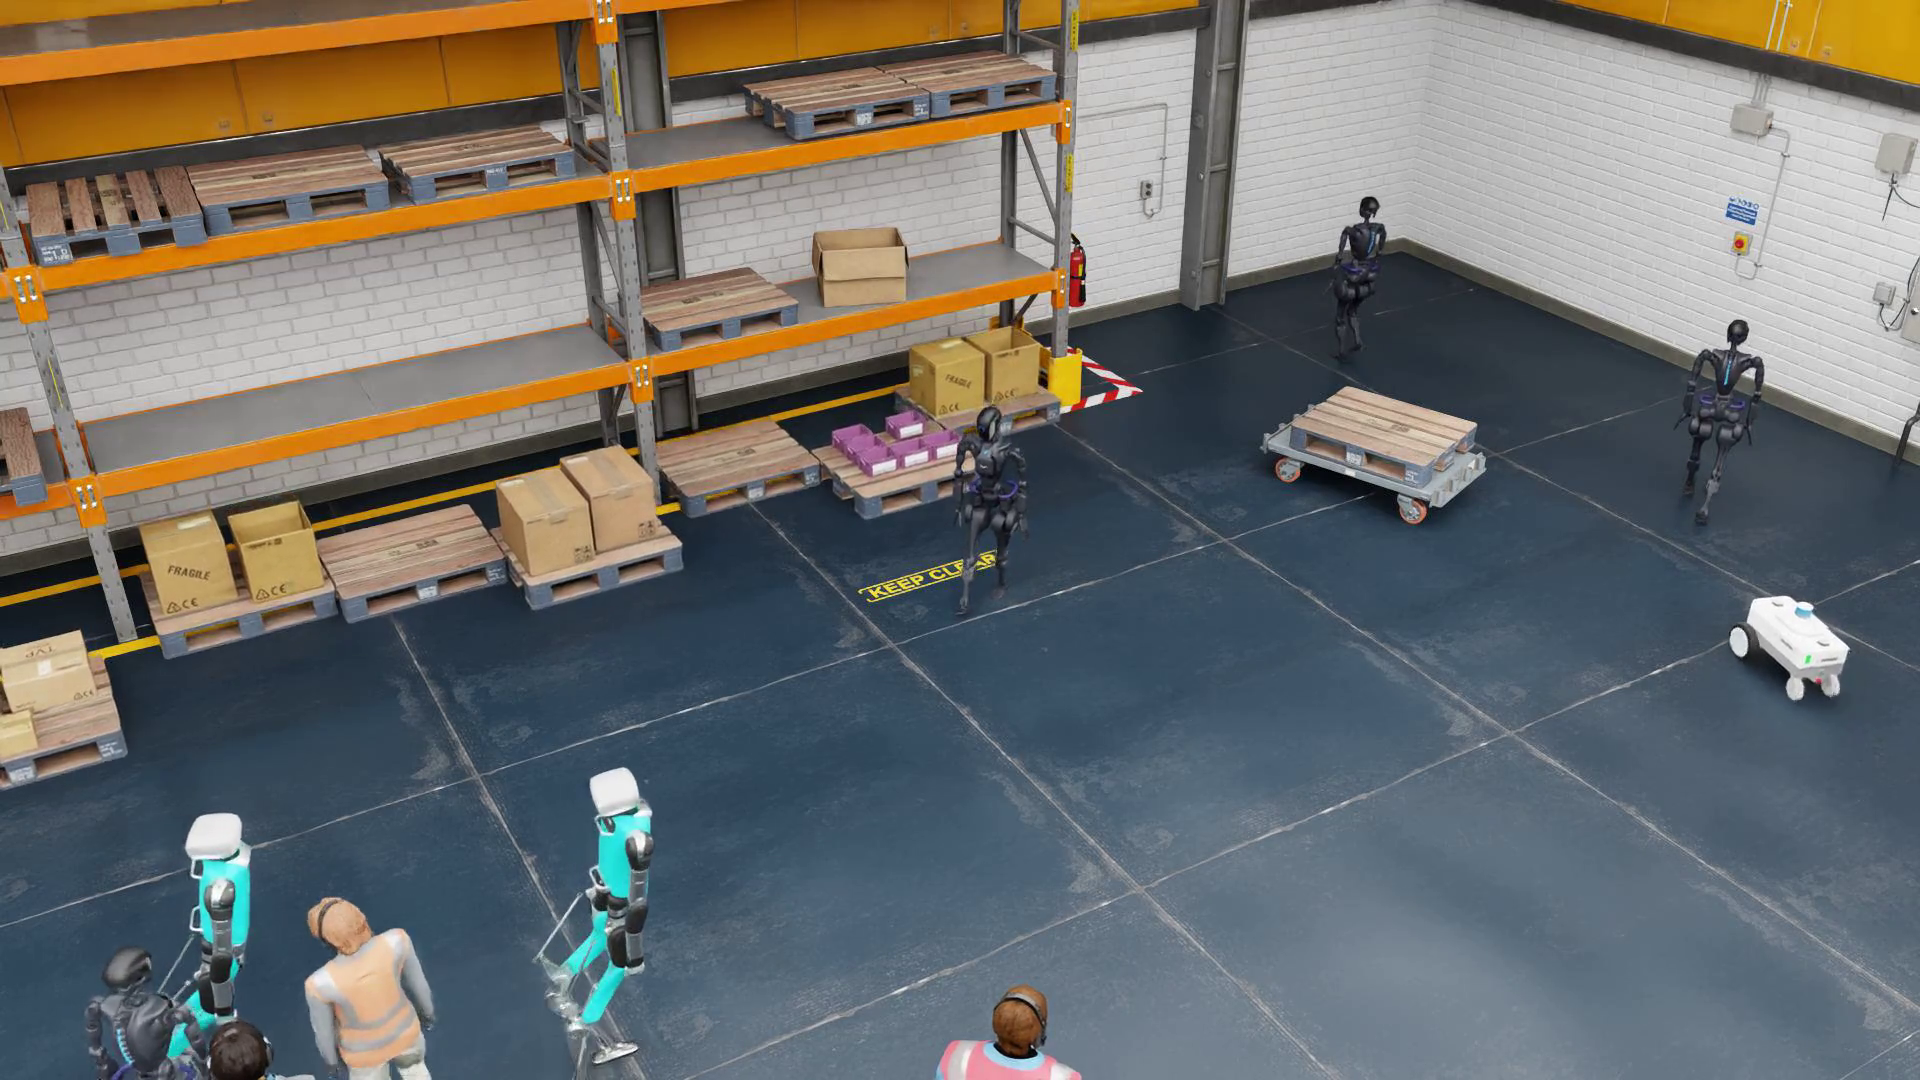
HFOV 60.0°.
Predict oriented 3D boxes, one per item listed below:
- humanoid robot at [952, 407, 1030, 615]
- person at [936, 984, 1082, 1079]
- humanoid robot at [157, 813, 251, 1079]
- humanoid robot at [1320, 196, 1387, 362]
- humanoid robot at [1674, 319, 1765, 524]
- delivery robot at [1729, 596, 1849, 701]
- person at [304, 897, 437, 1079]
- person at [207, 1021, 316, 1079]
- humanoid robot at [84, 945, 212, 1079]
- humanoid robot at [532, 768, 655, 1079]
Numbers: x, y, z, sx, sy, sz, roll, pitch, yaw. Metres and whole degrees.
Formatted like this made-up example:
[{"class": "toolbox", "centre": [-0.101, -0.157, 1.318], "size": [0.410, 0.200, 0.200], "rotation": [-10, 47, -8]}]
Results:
[{"class": "humanoid robot", "centre": [0.213, -0.207, 11.947], "size": [0.613, 1.630, 0.748], "rotation": [11, 31, 19]}, {"class": "person", "centre": [0.217, 2.564, 6.854], "size": [0.629, 1.838, 0.431], "rotation": [9, 31, 15]}, {"class": "humanoid robot", "centre": [-3.603, 2.077, 7.830], "size": [0.755, 1.792, 0.554], "rotation": [-8, 30, -14]}, {"class": "humanoid robot", "centre": [3.773, -2.495, 15.968], "size": [0.603, 1.650, 0.357], "rotation": [-13, 32, -22]}, {"class": "humanoid robot", "centre": [6.085, -0.999, 13.348], "size": [0.593, 1.623, 0.771], "rotation": [14, 32, 23]}, {"class": "delivery robot", "centre": [5.734, 0.699, 11.458], "size": [0.499, 0.606, 0.794], "rotation": [-5, 30, -9]}, {"class": "person", "centre": [-2.622, 2.278, 7.557], "size": [0.528, 1.620, 0.406], "rotation": [-26, 38, -37]}, {"class": "person", "centre": [-2.679, 2.659, 6.630], "size": [0.533, 1.880, 0.412], "rotation": [-18, 34, -28]}, {"class": "humanoid robot", "centre": [-3.471, 2.430, 7.240], "size": [0.590, 1.652, 0.344], "rotation": [4, 30, 6]}, {"class": "humanoid robot", "centre": [-1.834, 1.987, 8.068], "size": [0.818, 1.882, 0.546], "rotation": [-15, 33, -24]}]
